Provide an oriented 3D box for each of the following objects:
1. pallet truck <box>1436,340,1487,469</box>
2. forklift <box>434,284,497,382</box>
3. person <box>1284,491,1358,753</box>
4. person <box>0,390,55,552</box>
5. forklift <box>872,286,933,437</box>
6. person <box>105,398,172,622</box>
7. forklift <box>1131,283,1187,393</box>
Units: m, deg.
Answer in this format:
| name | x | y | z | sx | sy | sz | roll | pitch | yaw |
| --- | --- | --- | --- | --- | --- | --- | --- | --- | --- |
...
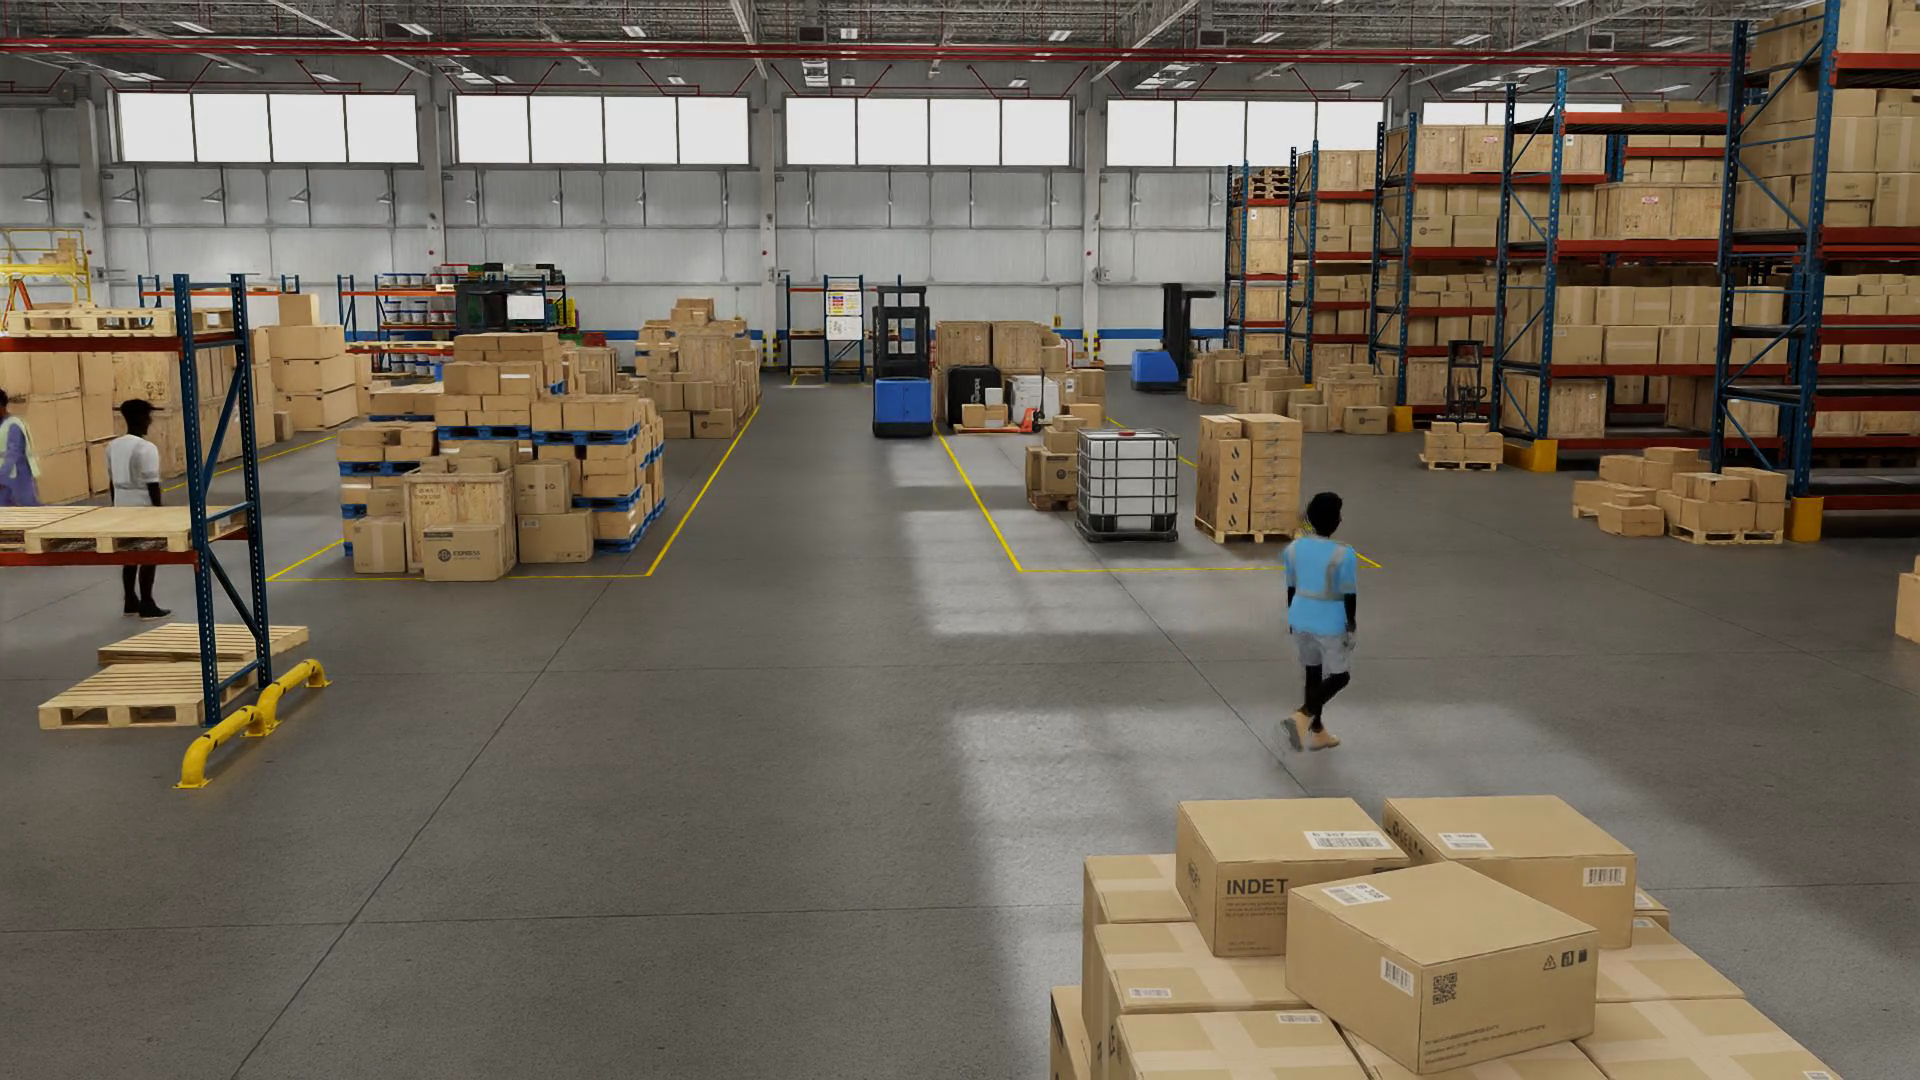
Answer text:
| name | x | y | z | sx | sy | sz | roll | pitch | yaw |
| --- | --- | --- | --- | --- | --- | --- | --- | --- | --- |
| pallet truck | 8.004 | -2.170 | 26.422 | 0.823 | 1.965 | 1.885 | 2 | 9 | 14 |
| forklift | -10.581 | -4.210 | 36.468 | 1.873 | 2.768 | 1.129 | 6 | 11 | 34 |
| person | 2.226 | 0.532 | 10.412 | 0.560 | 1.680 | 0.546 | -8 | 12 | -40 |
| person | -9.813 | -0.612 | 17.046 | 0.582 | 1.858 | 0.990 | 7 | 11 | 37 |
| forklift | -1.093 | -3.397 | 31.358 | 1.129 | 2.768 | 1.873 | -1 | 9 | -4 |
| person | -7.201 | -0.268 | 14.603 | 0.622 | 1.958 | 0.379 | 5 | 10 | 30 |
| forklift | 5.393 | -5.183 | 42.576 | 1.873 | 2.768 | 1.129 | -1 | 9 | -4 |
